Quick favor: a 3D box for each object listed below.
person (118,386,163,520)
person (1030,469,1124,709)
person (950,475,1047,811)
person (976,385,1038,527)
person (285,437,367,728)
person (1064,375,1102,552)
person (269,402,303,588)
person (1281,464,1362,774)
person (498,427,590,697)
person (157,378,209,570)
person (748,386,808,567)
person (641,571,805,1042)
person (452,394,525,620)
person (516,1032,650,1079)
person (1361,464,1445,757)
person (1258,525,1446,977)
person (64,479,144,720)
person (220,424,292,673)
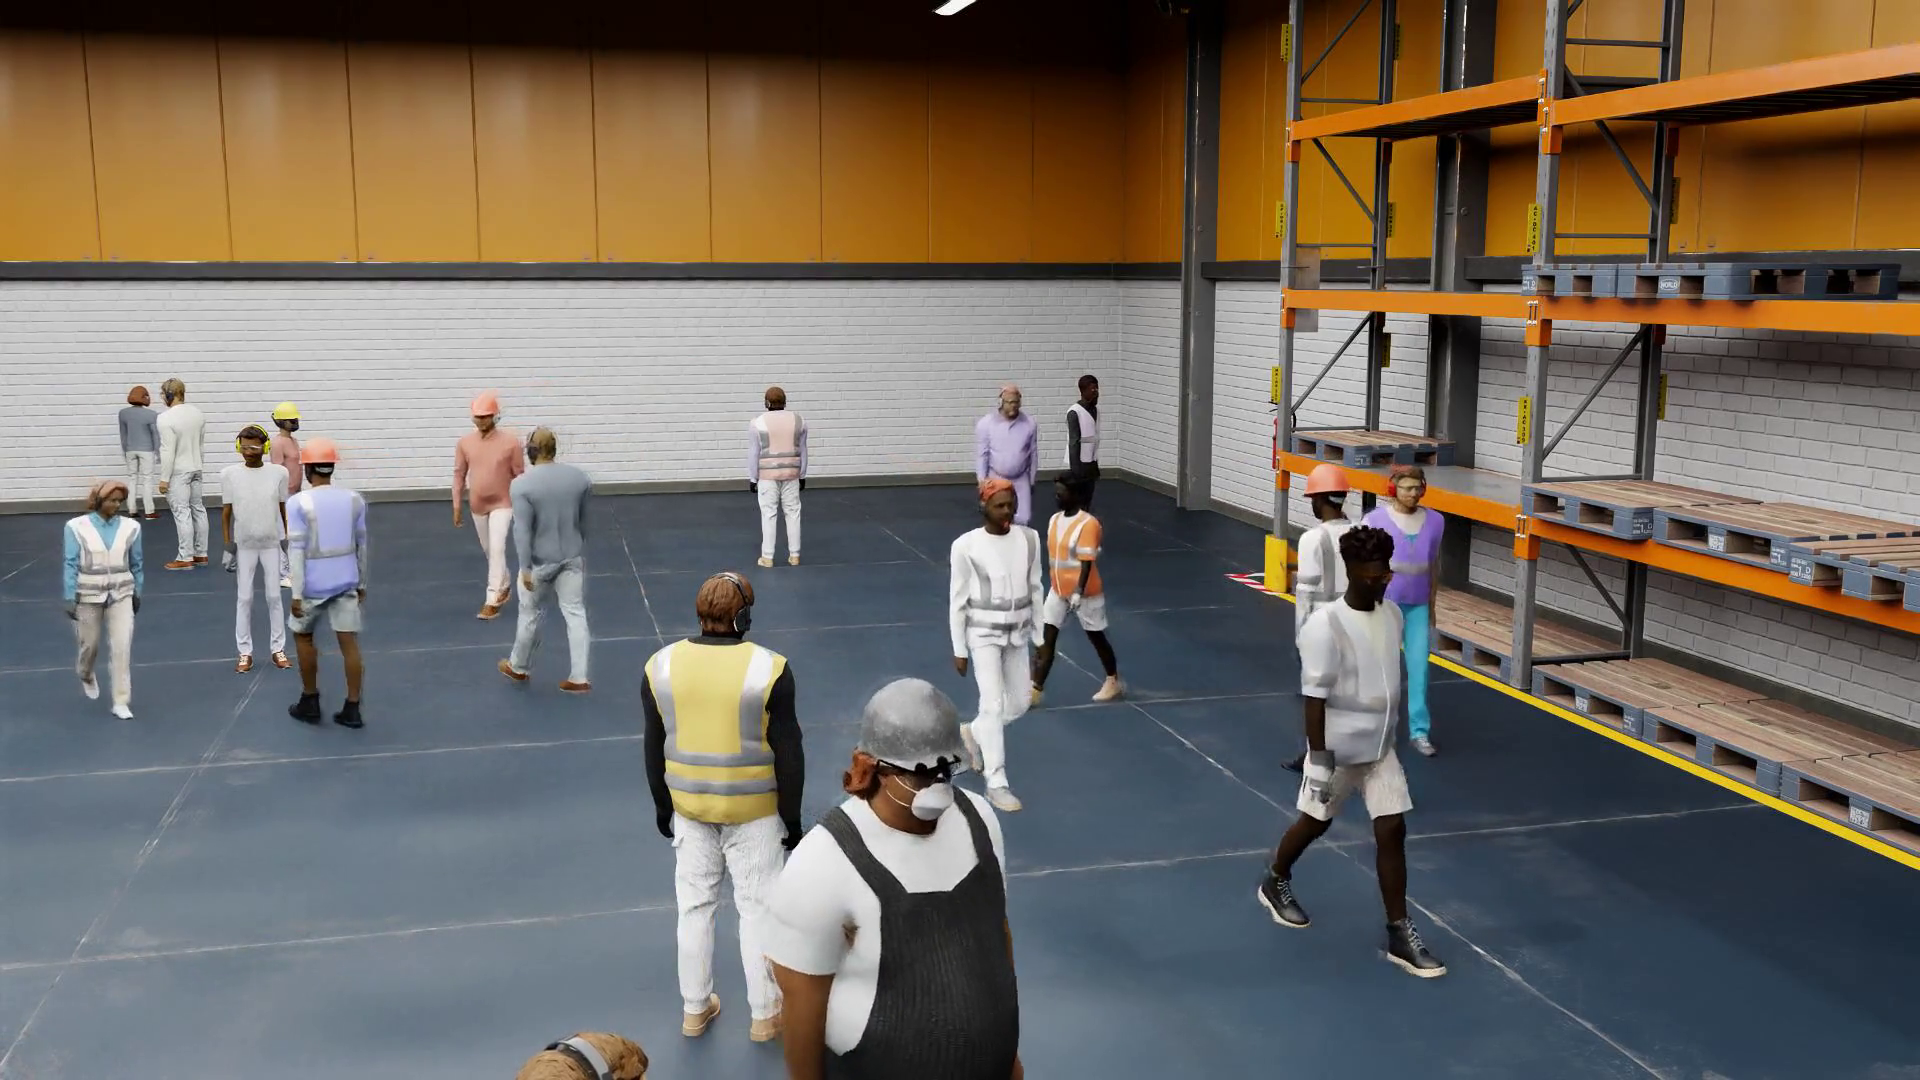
[{"bbox_3d":[-9.945,-1.055,20.196,0.503,1.630,0.279,1,9,5],"label":"person"},{"bbox_3d":[0.771,0.337,11.420,0.874,1.649,0.531,-7,11,-37],"label":"person"},{"bbox_3d":[0.176,0.549,9.425,0.580,1.867,0.682,-5,11,-31],"label":"person"},{"bbox_3d":[0.472,-0.587,16.455,0.645,1.887,0.420,-1,9,-9],"label":"person"},{"bbox_3d":[-4.230,0.275,11.001,0.771,1.907,0.585,8,12,41],"label":"person"},{"bbox_3d":[1.305,-0.799,17.691,0.373,1.917,0.594,5,10,28],"label":"person"},{"bbox_3d":[-6.395,-0.433,15.878,0.315,1.770,0.524,0,9,-3],"label":"person"},{"bbox_3d":[2.189,0.520,9.562,0.547,1.900,0.842,-6,11,-35],"label":"person"},{"bbox_3d":[-2.963,0.140,11.880,0.646,1.894,0.955,-8,12,-42],"label":"person"},{"bbox_3d":[-7.852,-0.663,16.777,0.372,1.939,0.631,2,9,10],"label":"person"},{"bbox_3d":[-1.858,-0.643,16.957,0.628,1.844,0.429,-4,10,-22],"label":"person"},{"bbox_3d":[-0.901,1.034,6.486,0.633,1.842,0.429,2,9,12],"label":"person"},{"bbox_3d":[-4.138,-0.329,14.698,0.643,1.948,1.030,1,9,7],"label":"person"},{"bbox_3d":[-0.563,1.654,2.609,0.508,1.846,0.345,5,11,30],"label":"person"},{"bbox_3d":[2.769,0.395,10.595,0.581,1.810,0.929,-2,9,-10],"label":"person"},{"bbox_3d":[1.693,0.868,7.298,0.622,1.921,1.008,-6,11,-33],"label":"person"},{"bbox_3d":[-5.821,0.379,11.284,0.526,1.607,0.724,-8,12,-40],"label":"person"},{"bbox_3d":[-5.271,0.060,12.500,0.518,1.865,0.326,-5,10,-27],"label":"person"}]
